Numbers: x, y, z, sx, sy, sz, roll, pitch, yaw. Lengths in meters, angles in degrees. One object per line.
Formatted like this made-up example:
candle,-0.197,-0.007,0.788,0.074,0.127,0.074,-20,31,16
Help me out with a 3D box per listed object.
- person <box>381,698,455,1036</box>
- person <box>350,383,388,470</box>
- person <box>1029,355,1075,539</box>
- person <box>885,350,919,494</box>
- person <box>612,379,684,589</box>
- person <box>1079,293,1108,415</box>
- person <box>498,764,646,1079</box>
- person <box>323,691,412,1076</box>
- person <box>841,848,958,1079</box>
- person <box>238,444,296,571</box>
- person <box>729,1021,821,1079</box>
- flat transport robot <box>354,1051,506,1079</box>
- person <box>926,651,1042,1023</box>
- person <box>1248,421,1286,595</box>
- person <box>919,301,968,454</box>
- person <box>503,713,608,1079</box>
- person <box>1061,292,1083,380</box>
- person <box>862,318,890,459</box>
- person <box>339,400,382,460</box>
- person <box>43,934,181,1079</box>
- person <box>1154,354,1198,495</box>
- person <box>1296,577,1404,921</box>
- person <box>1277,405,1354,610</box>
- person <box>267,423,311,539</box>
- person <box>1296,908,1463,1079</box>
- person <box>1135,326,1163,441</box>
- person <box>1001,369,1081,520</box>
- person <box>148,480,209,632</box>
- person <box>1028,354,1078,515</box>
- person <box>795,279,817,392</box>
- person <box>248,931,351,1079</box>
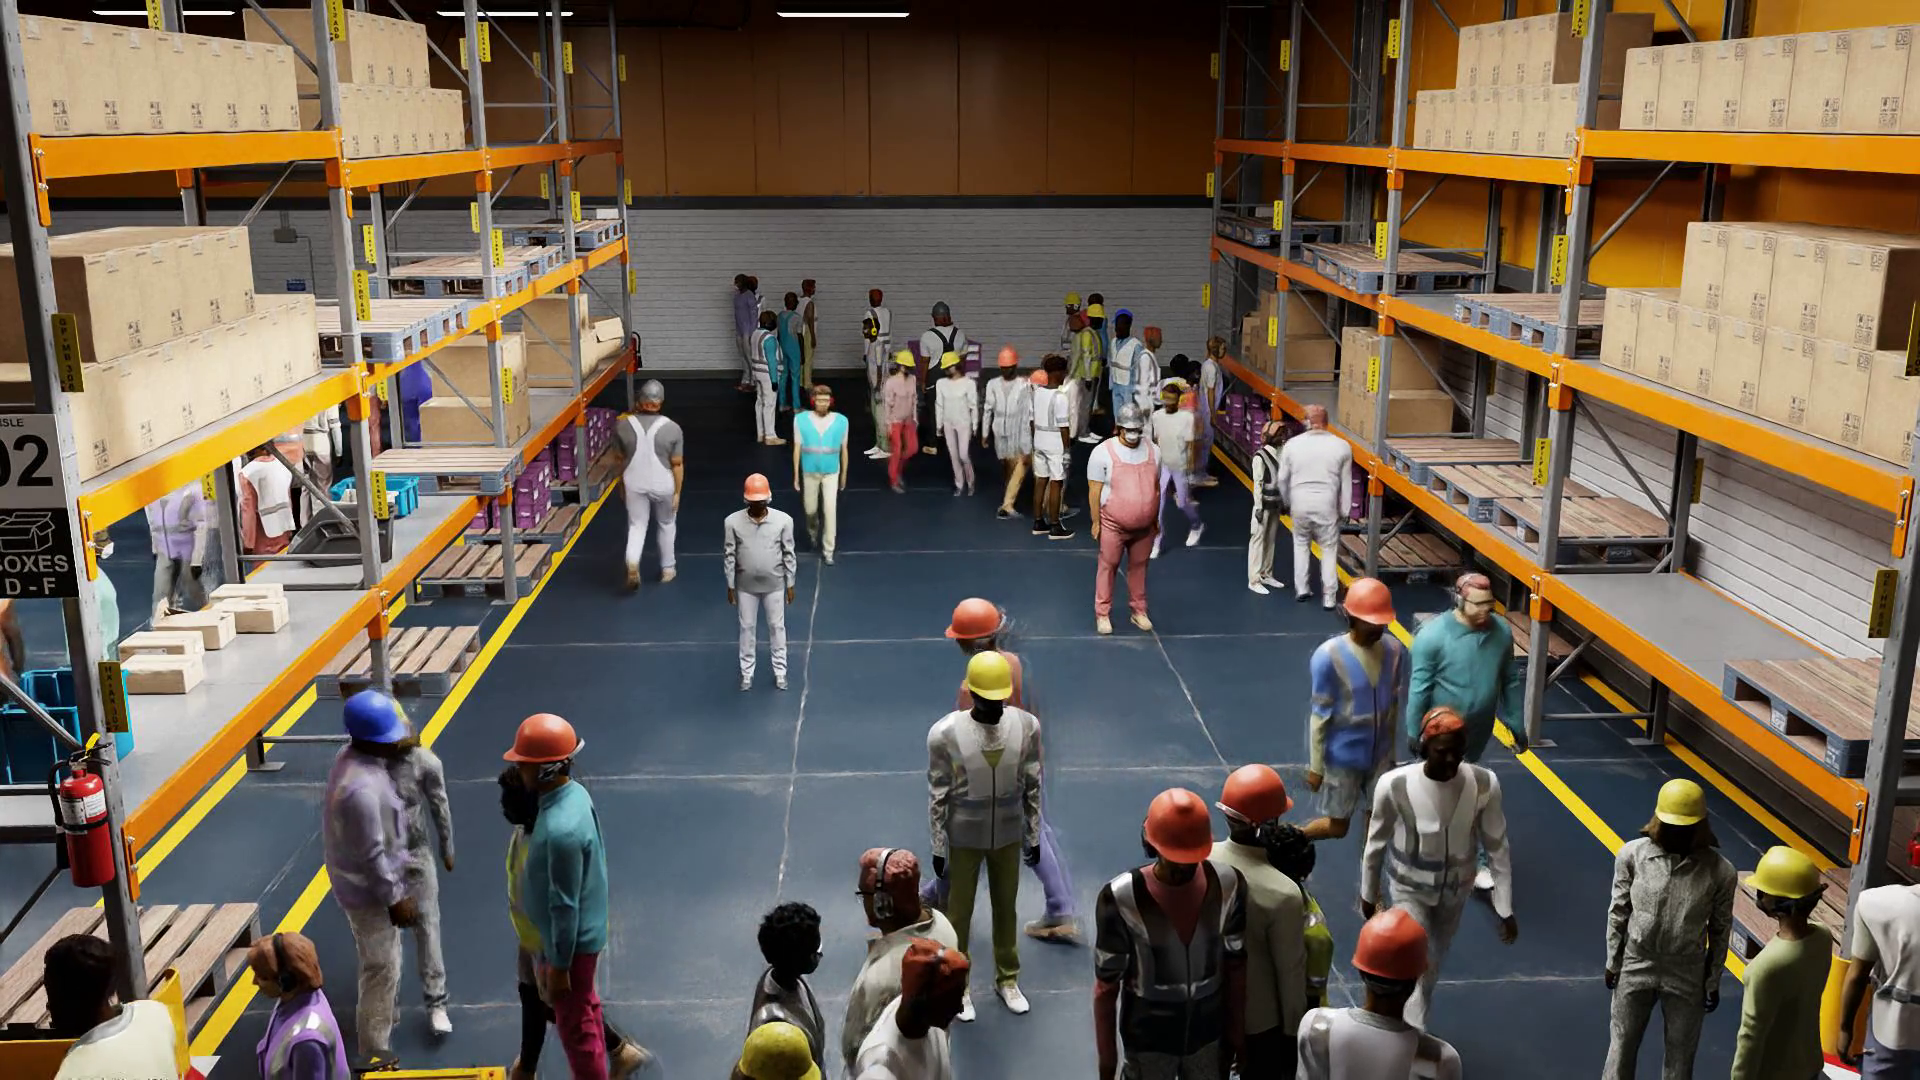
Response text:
person,-2.797,1.576,8.241,0.524,1.695,0.854,-2,14,-8
person,-7.562,-1.869,21.174,0.615,1.984,0.408,4,15,16
person,0.986,-0.994,17.771,0.362,1.962,0.613,-10,17,-34
person,-0.678,-1.410,19.844,0.420,1.742,0.585,12,18,39
person,-2.957,-0.538,15.832,0.689,2.000,0.809,0,14,0
person,2.017,-2.819,25.216,0.434,1.833,0.627,-10,17,-34
person,-1.828,1.768,7.513,0.648,1.678,0.559,-6,15,-22
person,-2.763,1.587,7.805,0.385,1.924,0.754,-5,15,-18
person,-0.229,2.022,6.086,0.401,1.894,0.653,4,15,15
person,-5.875,-0.047,14.174,0.399,1.906,0.603,3,15,13
person,-0.576,2.312,5.256,0.320,1.738,0.483,9,17,31
flat transport robot,-2.383,2.610,7.003,0.652,0.197,1.431,-1,14,-4
person,0.132,1.458,8.242,0.586,1.920,0.397,-4,15,-16
person,2.925,-0.319,15.766,0.310,1.642,0.514,11,18,37
person,-0.266,-2.174,22.253,0.682,2.000,0.537,-7,16,-25
person,-1.712,1.697,7.178,0.397,1.989,0.619,-3,15,-12
person,1.743,-2.877,25.452,0.403,1.825,0.596,-2,14,-8
person,-1.119,-2.008,21.975,0.329,1.861,0.506,-4,15,-14
person,-7.727,-1.888,21.449,0.564,1.906,0.458,-4,15,-15
person,-2.683,2.188,5.494,0.695,1.877,0.610,-1,14,-5
person,2.578,-1.364,19.757,0.541,1.695,0.316,6,16,23
person,2.163,1.145,9.269,0.626,2.016,0.772,-7,16,-25
person,3.254,-0.303,15.282,0.677,1.861,0.575,3,15,11
person,-6.959,-0.848,17.197,0.367,1.966,0.606,4,15,14
person,1.375,2.140,5.547,0.544,1.930,0.389,8,17,30
person,2.381,-1.757,20.939,0.383,1.881,0.585,3,15,10
person,0.882,-1.052,18.518,0.907,1.702,0.573,-2,14,-8
person,-6.473,0.119,13.607,0.670,1.860,0.898,4,15,16
person,0.967,-1.193,18.870,0.649,1.814,0.808,6,15,22
person,-2.520,-3.349,27.253,0.372,1.843,0.570,-6,16,-24
person,-2.346,2.168,6.027,0.312,1.631,0.524,-7,16,-26
